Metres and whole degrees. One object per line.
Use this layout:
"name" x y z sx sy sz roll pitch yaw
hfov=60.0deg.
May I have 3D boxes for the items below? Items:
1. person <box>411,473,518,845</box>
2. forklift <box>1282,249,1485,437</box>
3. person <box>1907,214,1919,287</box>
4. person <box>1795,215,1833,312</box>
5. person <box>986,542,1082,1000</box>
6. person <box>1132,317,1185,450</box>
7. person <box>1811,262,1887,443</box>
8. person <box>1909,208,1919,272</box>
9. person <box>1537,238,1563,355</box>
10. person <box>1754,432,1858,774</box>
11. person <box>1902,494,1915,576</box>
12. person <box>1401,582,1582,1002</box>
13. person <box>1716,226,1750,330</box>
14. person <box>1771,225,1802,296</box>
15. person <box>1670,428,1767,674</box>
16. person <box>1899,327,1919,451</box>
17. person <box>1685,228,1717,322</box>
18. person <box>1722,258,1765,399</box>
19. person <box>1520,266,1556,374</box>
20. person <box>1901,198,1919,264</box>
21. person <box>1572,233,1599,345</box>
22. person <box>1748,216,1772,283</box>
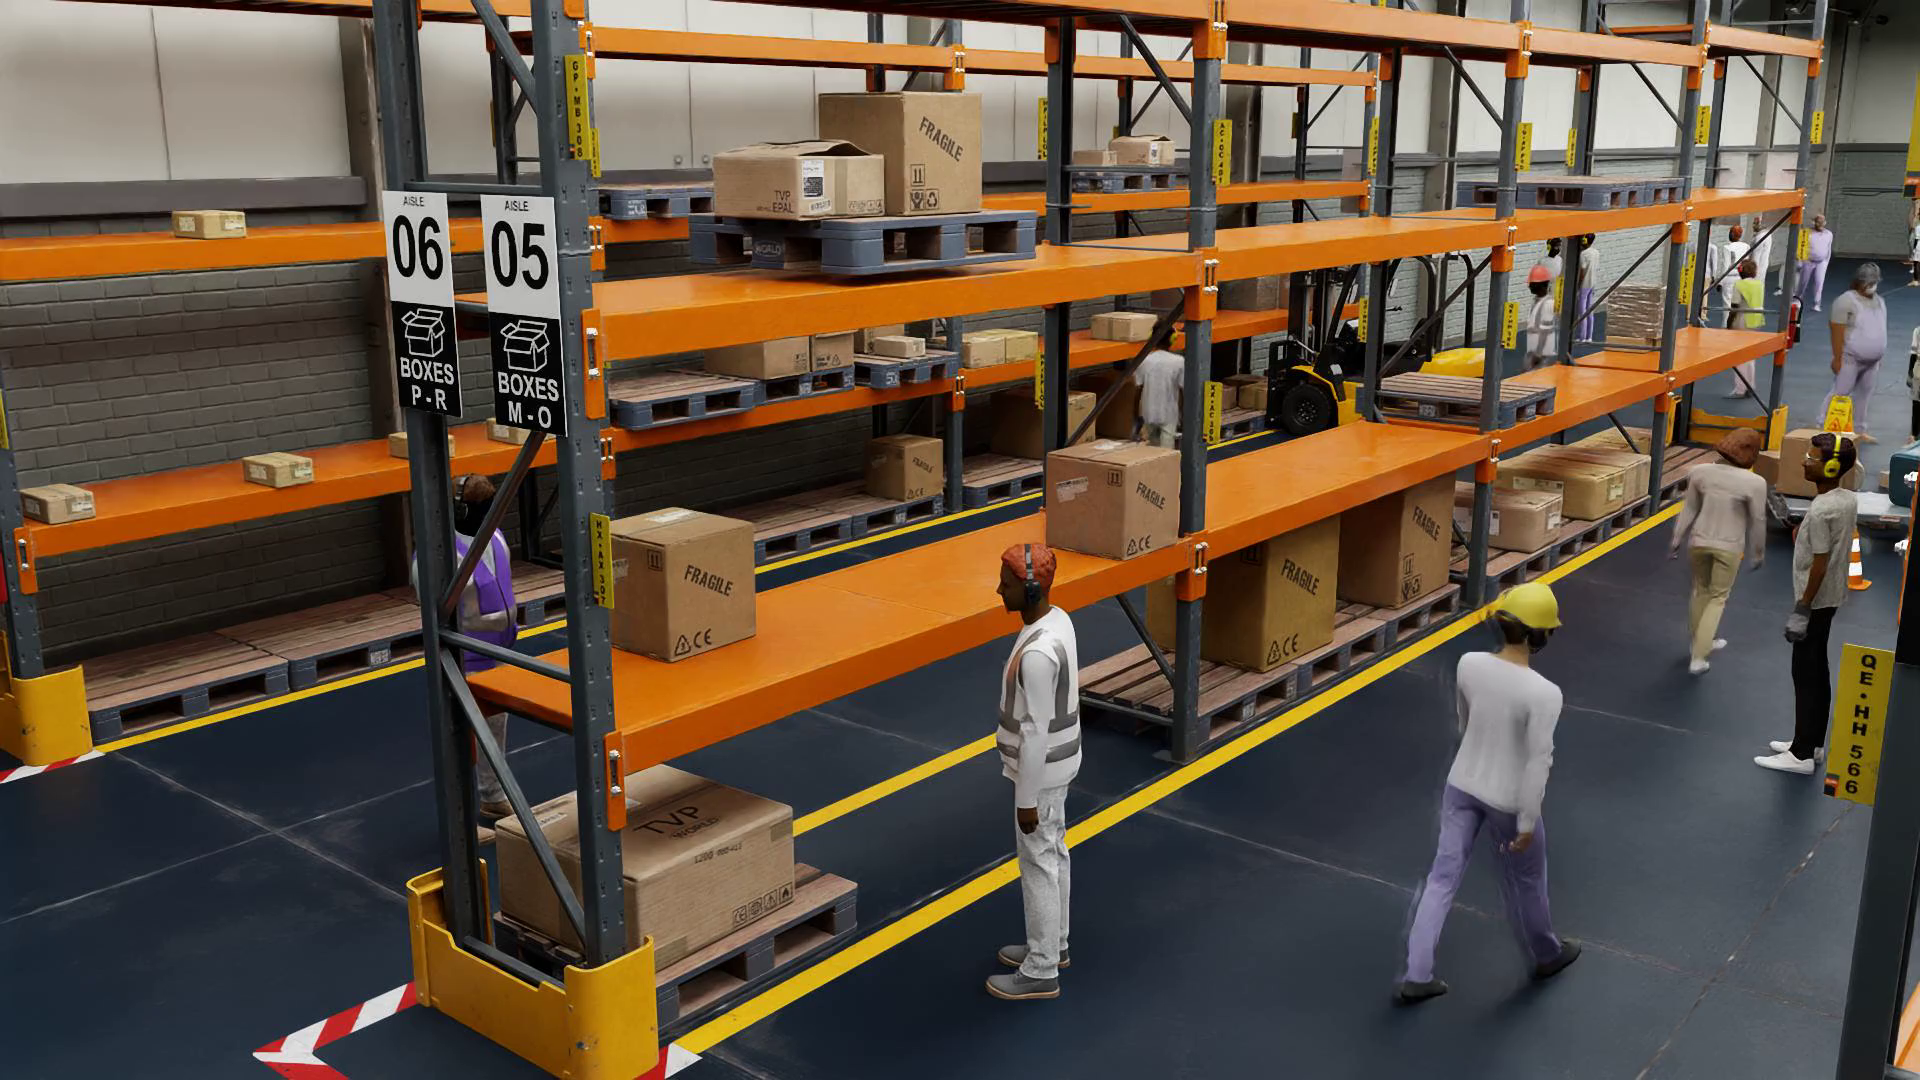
"person" -2.382 0.571 8.179 0.429 1.837 0.626 5 15 19
"forklift" 4.886 -2.214 18.767 2.313 2.155 1.214 11 18 38
"person" 21.714 -6.570 37.546 0.536 1.694 0.320 -5 15 -19
"person" 16.689 -5.435 32.574 0.644 1.866 0.965 2 14 8
"person" 0.304 0.920 6.664 0.359 1.880 0.575 2 14 9
"person" 1.775 -1.052 14.766 0.527 1.844 0.815 7 15 25
"person" 10.085 -2.106 18.644 0.688 2.000 0.562 -4 14 -17
"person" 23.843 -7.450 41.252 0.397 1.621 0.530 -7 15 -25
"person" 9.137 -3.780 25.845 0.497 1.861 0.335 -8 16 -29
"person" 4.619 0.341 9.022 0.321 1.876 0.532 12 18 41
"person" 5.858 0.230 9.819 0.535 1.721 0.934 8 16 29
"person" 2.151 1.004 6.649 0.903 1.714 0.532 -10 17 -34
"person" 13.138 -4.402 28.318 0.575 1.883 0.362 -6 15 -23
"person" 17.545 -5.949 35.167 0.646 1.619 0.522 -2 14 -9
"person" 4.940 0.050 10.780 0.687 1.593 0.564 -10 17 -36
"person" 10.496 -1.752 17.948 0.321 1.689 0.542 -9 16 -32
"person" 13.594 -4.879 30.524 0.569 1.751 0.329 12 18 39
"person" 10.241 -2.748 21.725 0.722 1.824 0.419 -9 17 -33
"person" 6.823 -2.241 19.463 0.571 1.916 0.543 0 14 -1
"person" 25.149 -8.278 43.882 0.398 1.988 0.613 7 15 25
"person" 10.204 -4.116 27.180 0.515 1.872 0.333 -11 18 -39
"person" 14.887 -5.089 31.094 0.401 1.901 0.647 10 17 36
